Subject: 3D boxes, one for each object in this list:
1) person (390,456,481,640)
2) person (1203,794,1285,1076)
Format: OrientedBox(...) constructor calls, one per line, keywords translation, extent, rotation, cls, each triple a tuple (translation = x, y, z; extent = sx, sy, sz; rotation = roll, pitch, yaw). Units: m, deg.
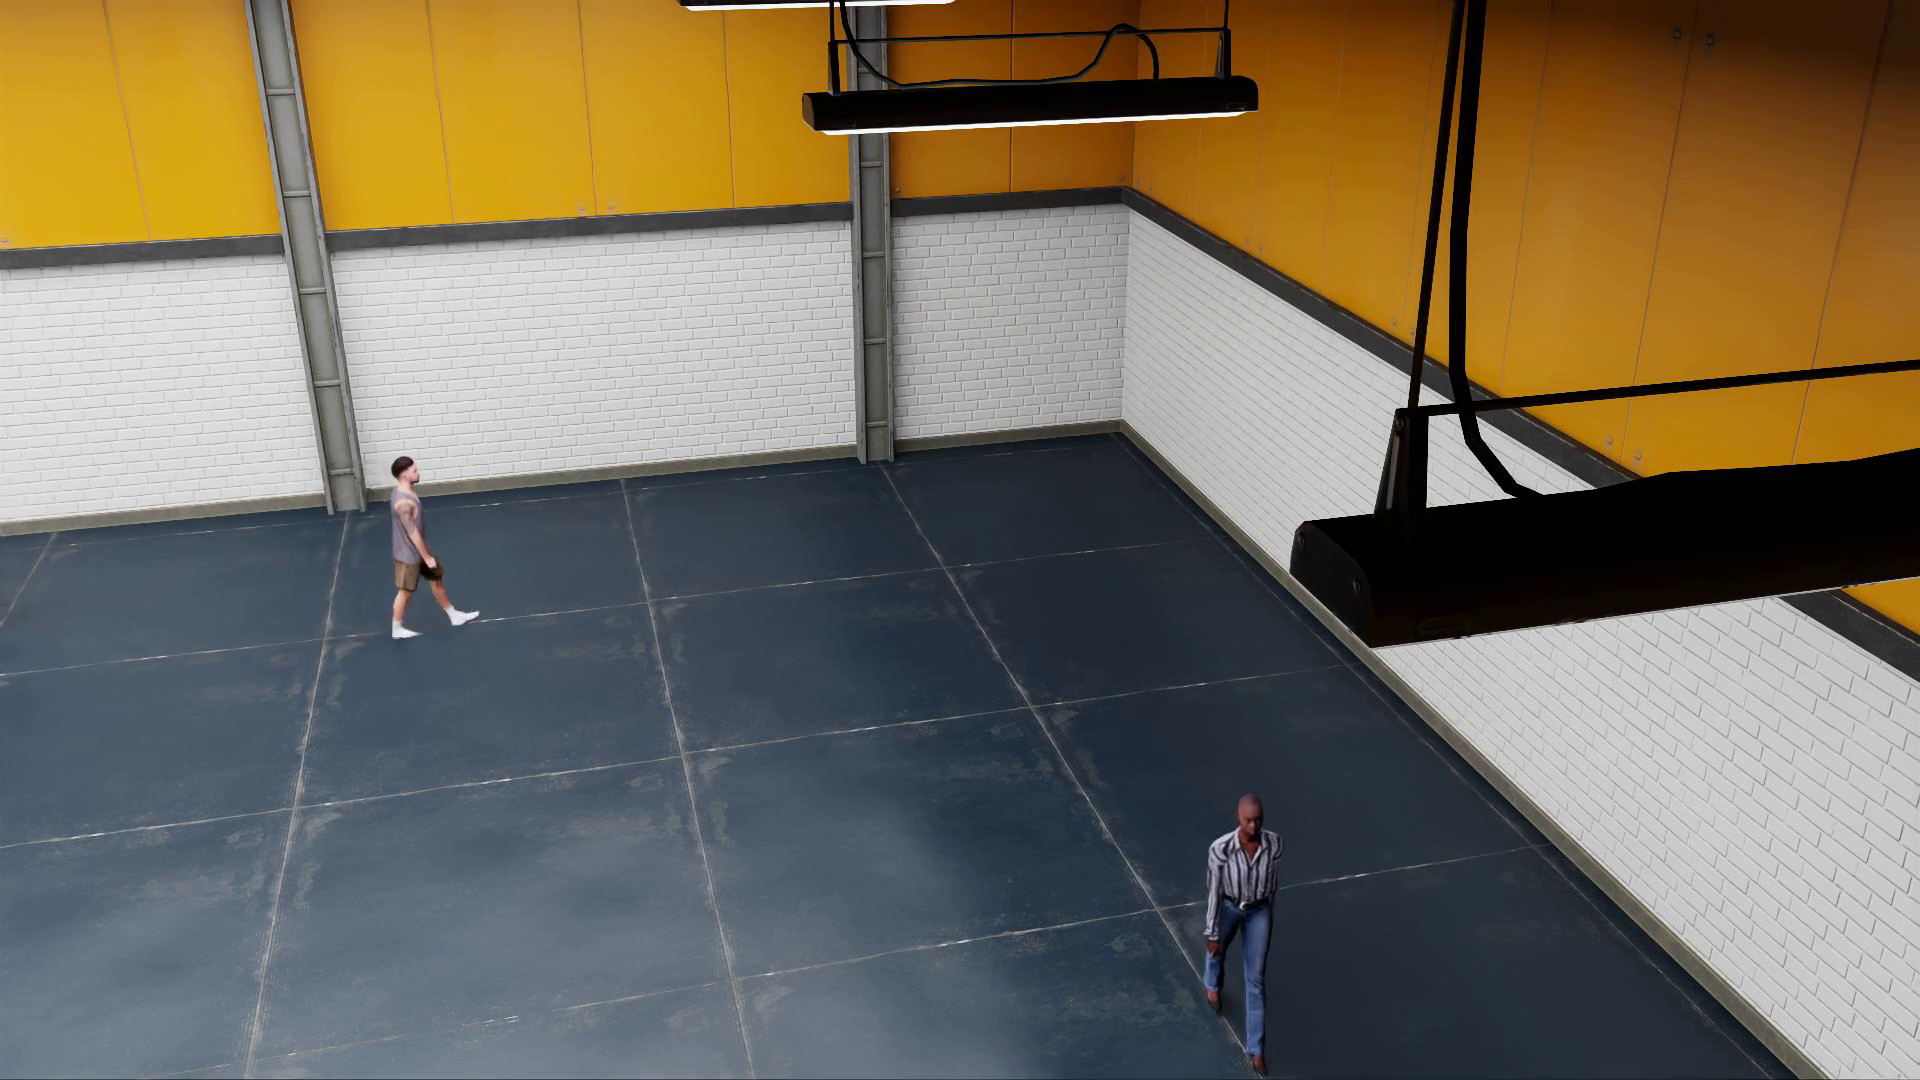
OrientedBox(translation=(-5.151, 0.128, 15.327), extent=(1.040, 1.813, 0.643), rotation=(-6, 24, -14), cls="person")
OrientedBox(translation=(1.688, 2.298, 10.250), extent=(1.154, 1.733, 0.838), rotation=(-2, 24, -5), cls="person")
